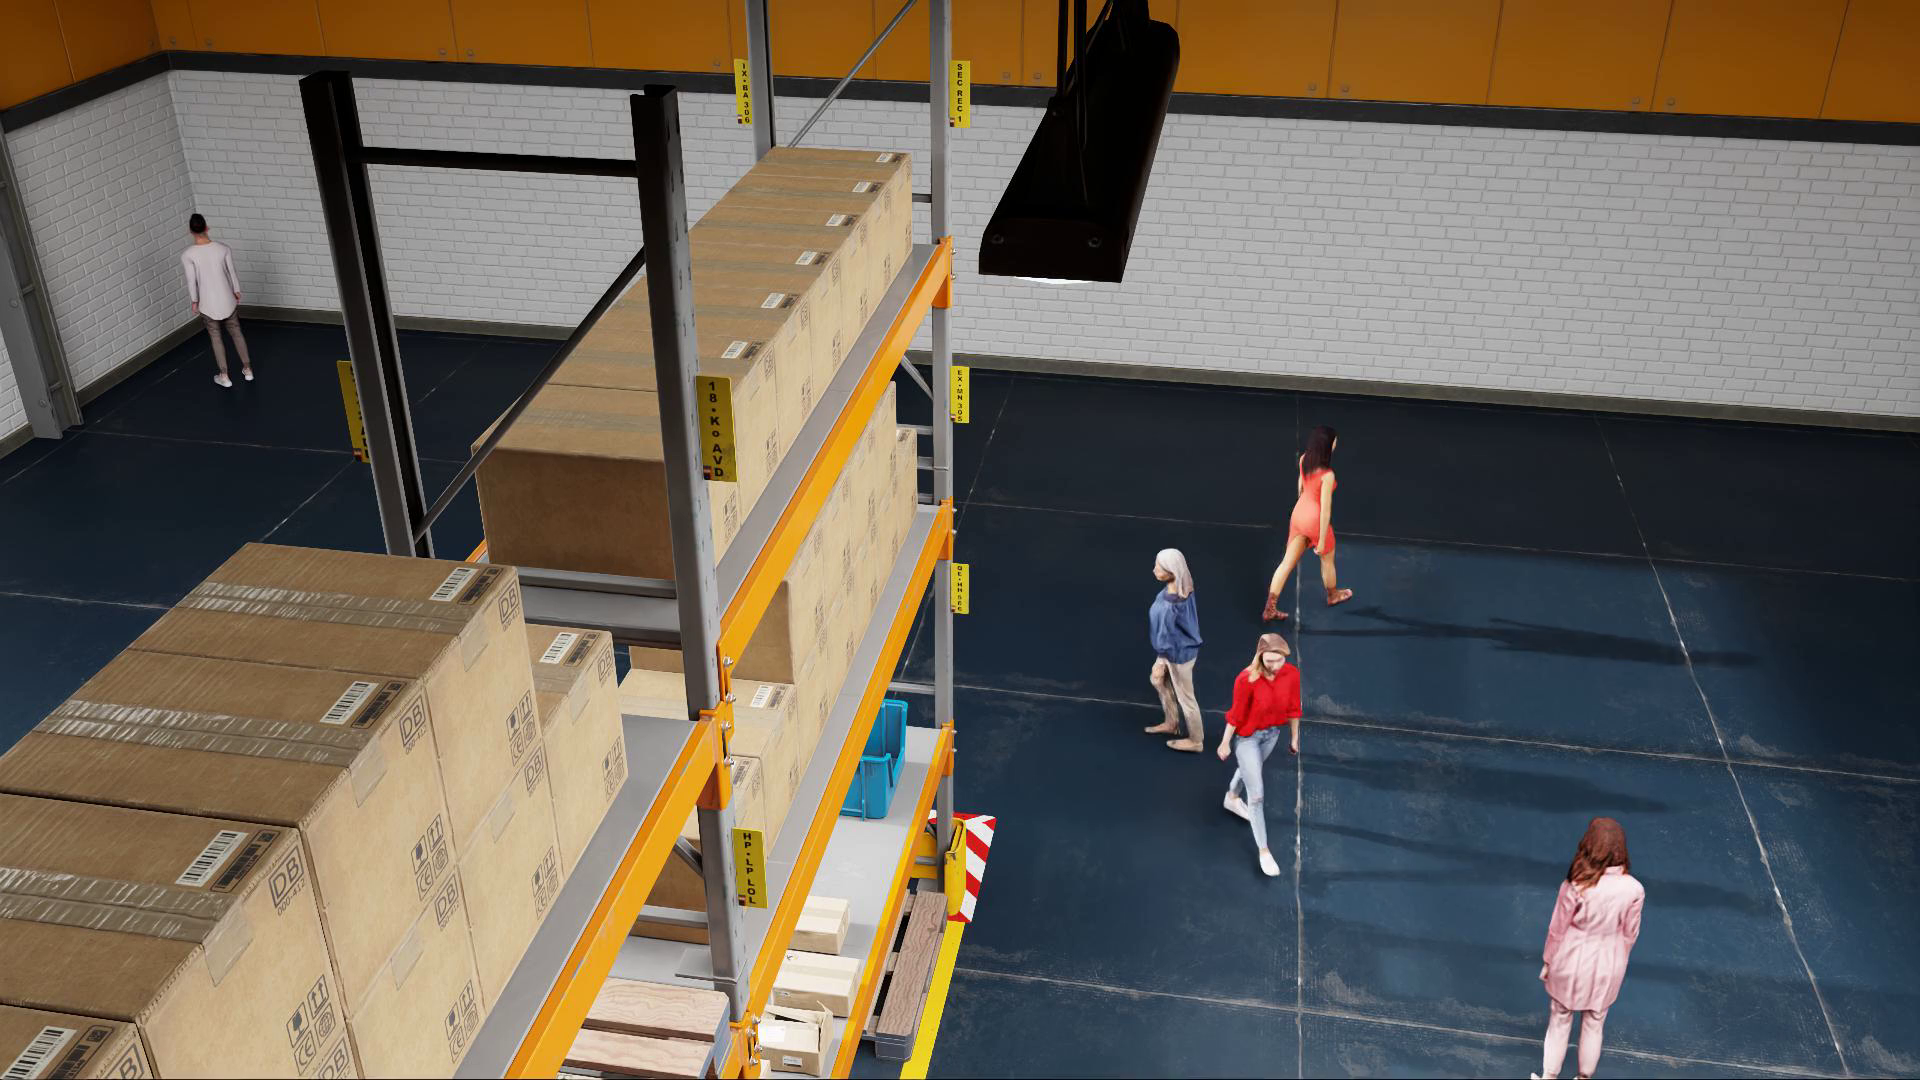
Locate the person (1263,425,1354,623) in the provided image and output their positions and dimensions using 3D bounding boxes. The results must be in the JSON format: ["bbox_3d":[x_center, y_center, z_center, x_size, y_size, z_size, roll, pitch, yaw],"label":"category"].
[{"bbox_3d":[2.686,-0.084,13.083,1.130,1.669,1.114,-16,32,-27],"label":"person"}]

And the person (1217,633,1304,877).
[{"bbox_3d":[1.869,1.258,10.654,1.034,1.640,1.214,-13,31,-22],"label":"person"}]

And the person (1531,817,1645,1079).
[{"bbox_3d":[3.269,2.245,8.684,0.606,1.794,0.561,3,29,6],"label":"person"}]

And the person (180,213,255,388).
[{"bbox_3d":[-7.767,-2.518,17.369,0.710,1.838,0.803,-23,36,-36],"label":"person"}]

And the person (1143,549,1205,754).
[{"bbox_3d":[1.567,0.784,11.491,0.683,1.671,0.609,11,30,19],"label":"person"}]
